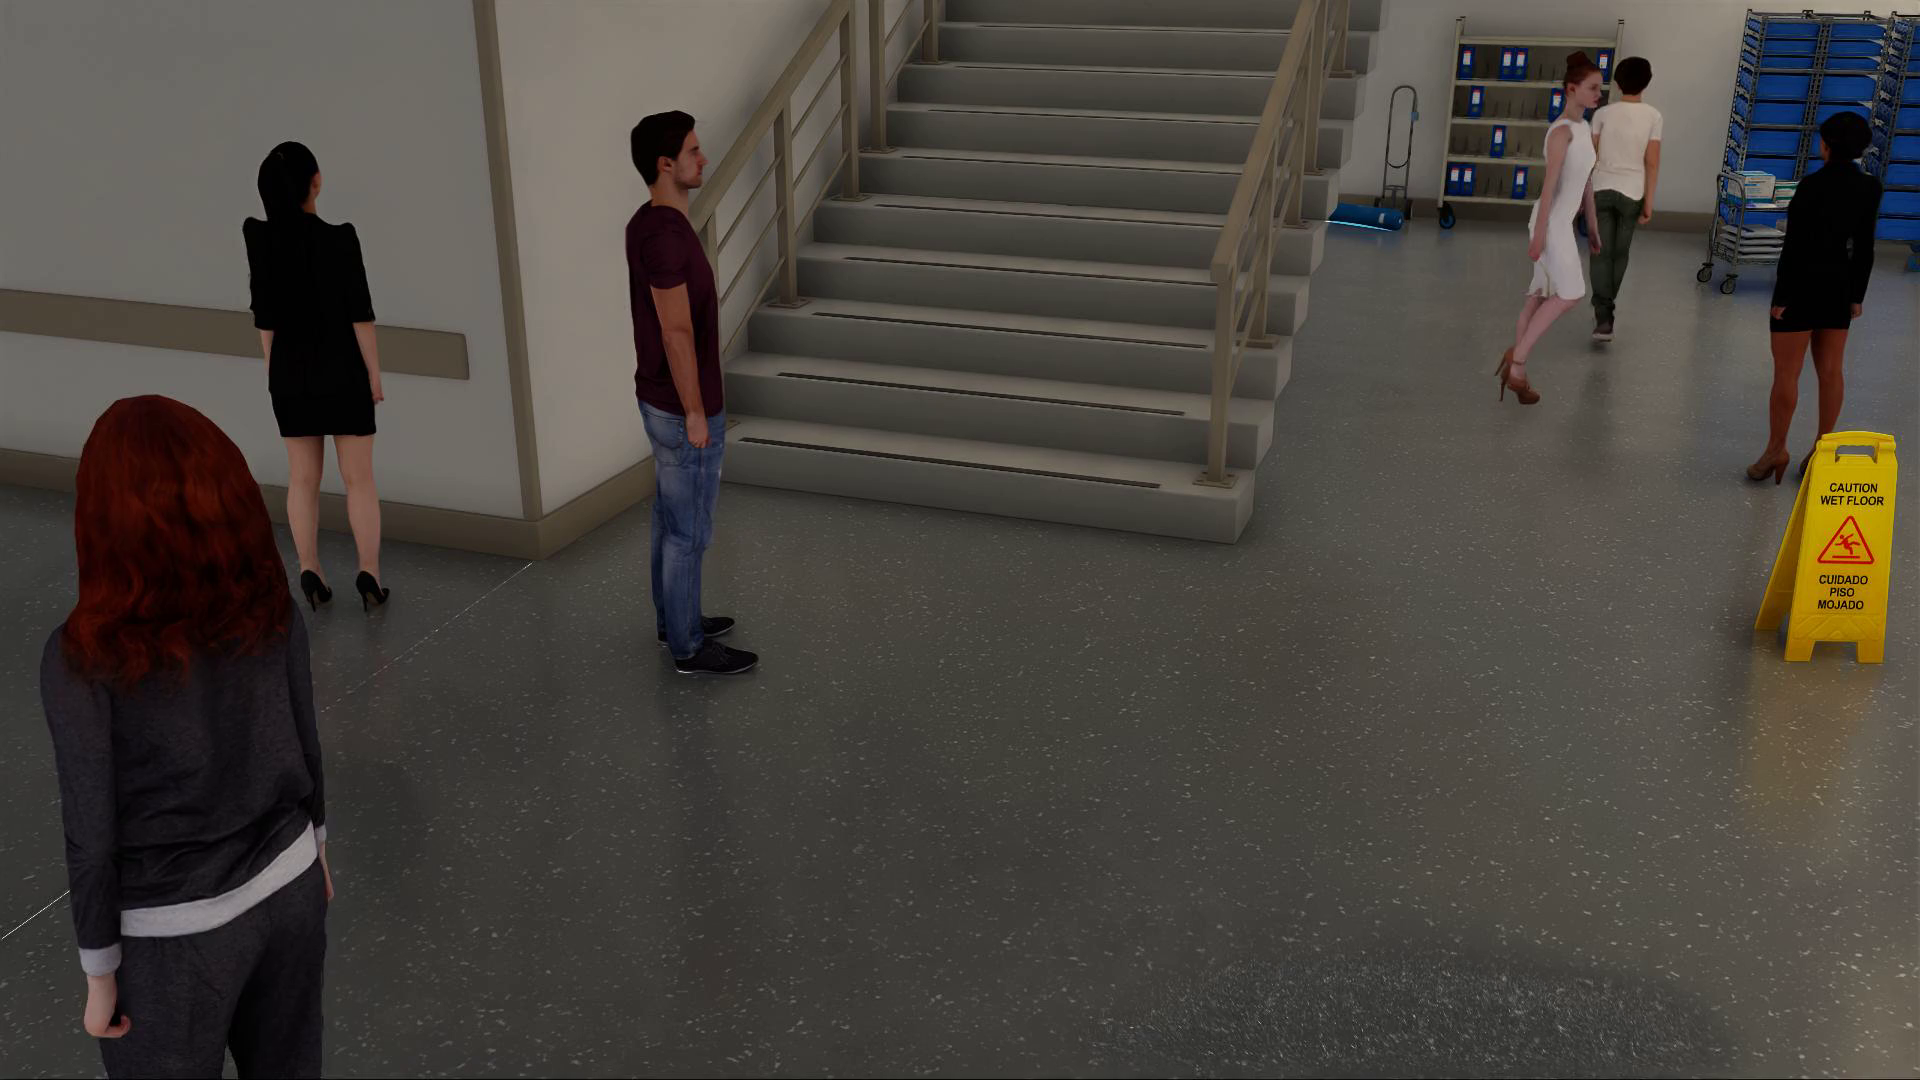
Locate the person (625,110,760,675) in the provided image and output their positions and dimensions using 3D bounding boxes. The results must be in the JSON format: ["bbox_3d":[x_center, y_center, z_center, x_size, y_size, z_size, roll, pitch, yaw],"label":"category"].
[{"bbox_3d":[-0.933,-0.480,5.519,0.799,1.855,0.710,-7,22,-17],"label":"person"}]

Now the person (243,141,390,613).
[{"bbox_3d":[-2.297,-0.564,5.966,0.645,1.696,0.612,1,21,3],"label":"person"}]

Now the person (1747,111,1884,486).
[{"bbox_3d":[3.768,-1.050,7.329,0.689,1.640,0.734,-3,21,-7],"label":"person"}]

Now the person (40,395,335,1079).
[{"bbox_3d":[-1.142,0.652,2.654,0.750,1.767,0.629,15,25,34],"label":"person"}]

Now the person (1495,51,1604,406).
[{"bbox_3d":[2.924,-1.553,8.456,0.691,1.782,0.628,14,25,32],"label":"person"}]

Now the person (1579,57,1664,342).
[{"bbox_3d":[3.840,-1.953,9.754,0.646,1.610,1.159,5,21,14],"label":"person"}]
